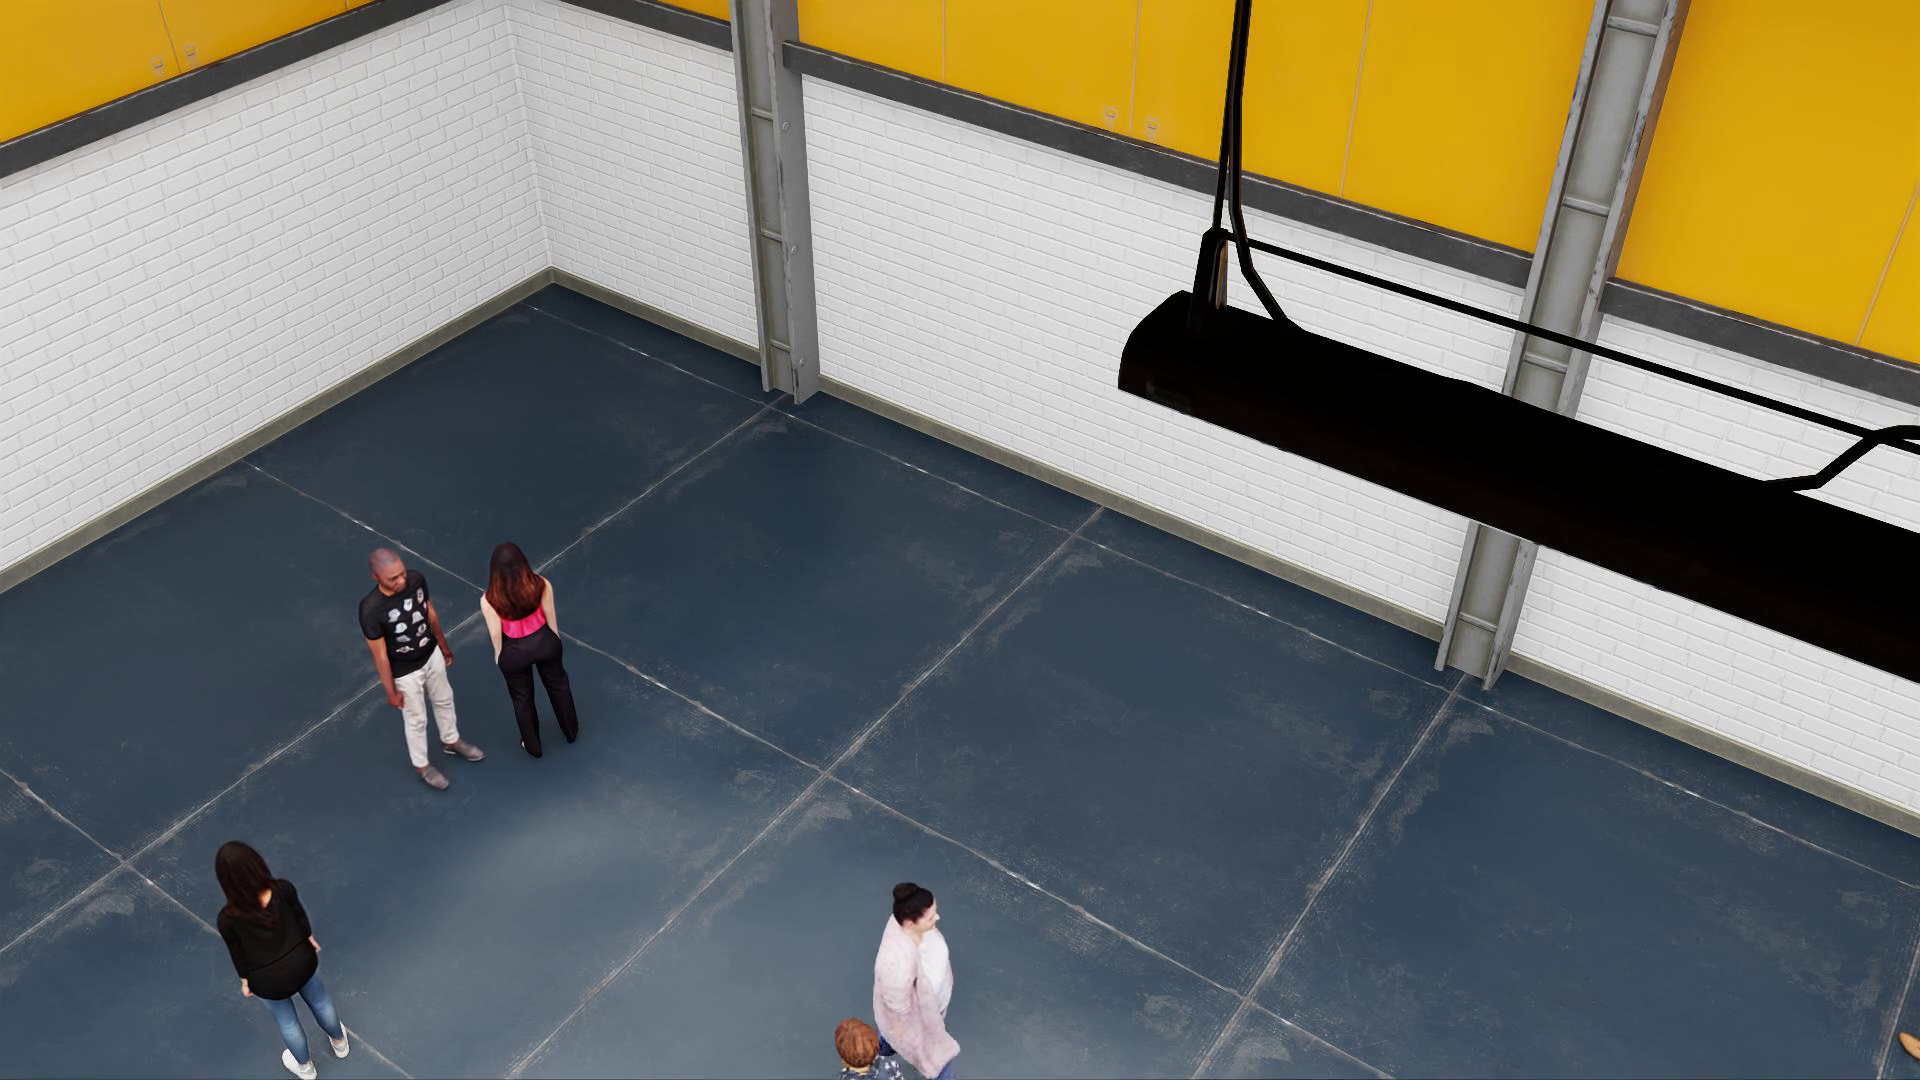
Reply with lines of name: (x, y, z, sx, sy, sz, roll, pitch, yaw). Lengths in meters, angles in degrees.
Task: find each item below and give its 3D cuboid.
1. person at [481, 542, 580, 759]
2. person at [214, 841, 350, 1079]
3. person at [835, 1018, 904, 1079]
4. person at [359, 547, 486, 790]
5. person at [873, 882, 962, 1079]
person: (-2.670, 0.671, 10.304, 0.660, 1.660, 0.661, -18, 42, -22)
person: (-3.465, 2.150, 8.467, 0.610, 1.641, 0.593, -30, 48, -32)
person: (-0.378, 2.841, 7.801, 0.794, 1.392, 1.081, -21, 43, -24)
person: (-3.334, 0.741, 10.104, 0.636, 1.800, 0.685, 19, 42, 22)
person: (-0.304, 2.284, 8.244, 1.132, 1.710, 0.958, 5, 39, 7)
